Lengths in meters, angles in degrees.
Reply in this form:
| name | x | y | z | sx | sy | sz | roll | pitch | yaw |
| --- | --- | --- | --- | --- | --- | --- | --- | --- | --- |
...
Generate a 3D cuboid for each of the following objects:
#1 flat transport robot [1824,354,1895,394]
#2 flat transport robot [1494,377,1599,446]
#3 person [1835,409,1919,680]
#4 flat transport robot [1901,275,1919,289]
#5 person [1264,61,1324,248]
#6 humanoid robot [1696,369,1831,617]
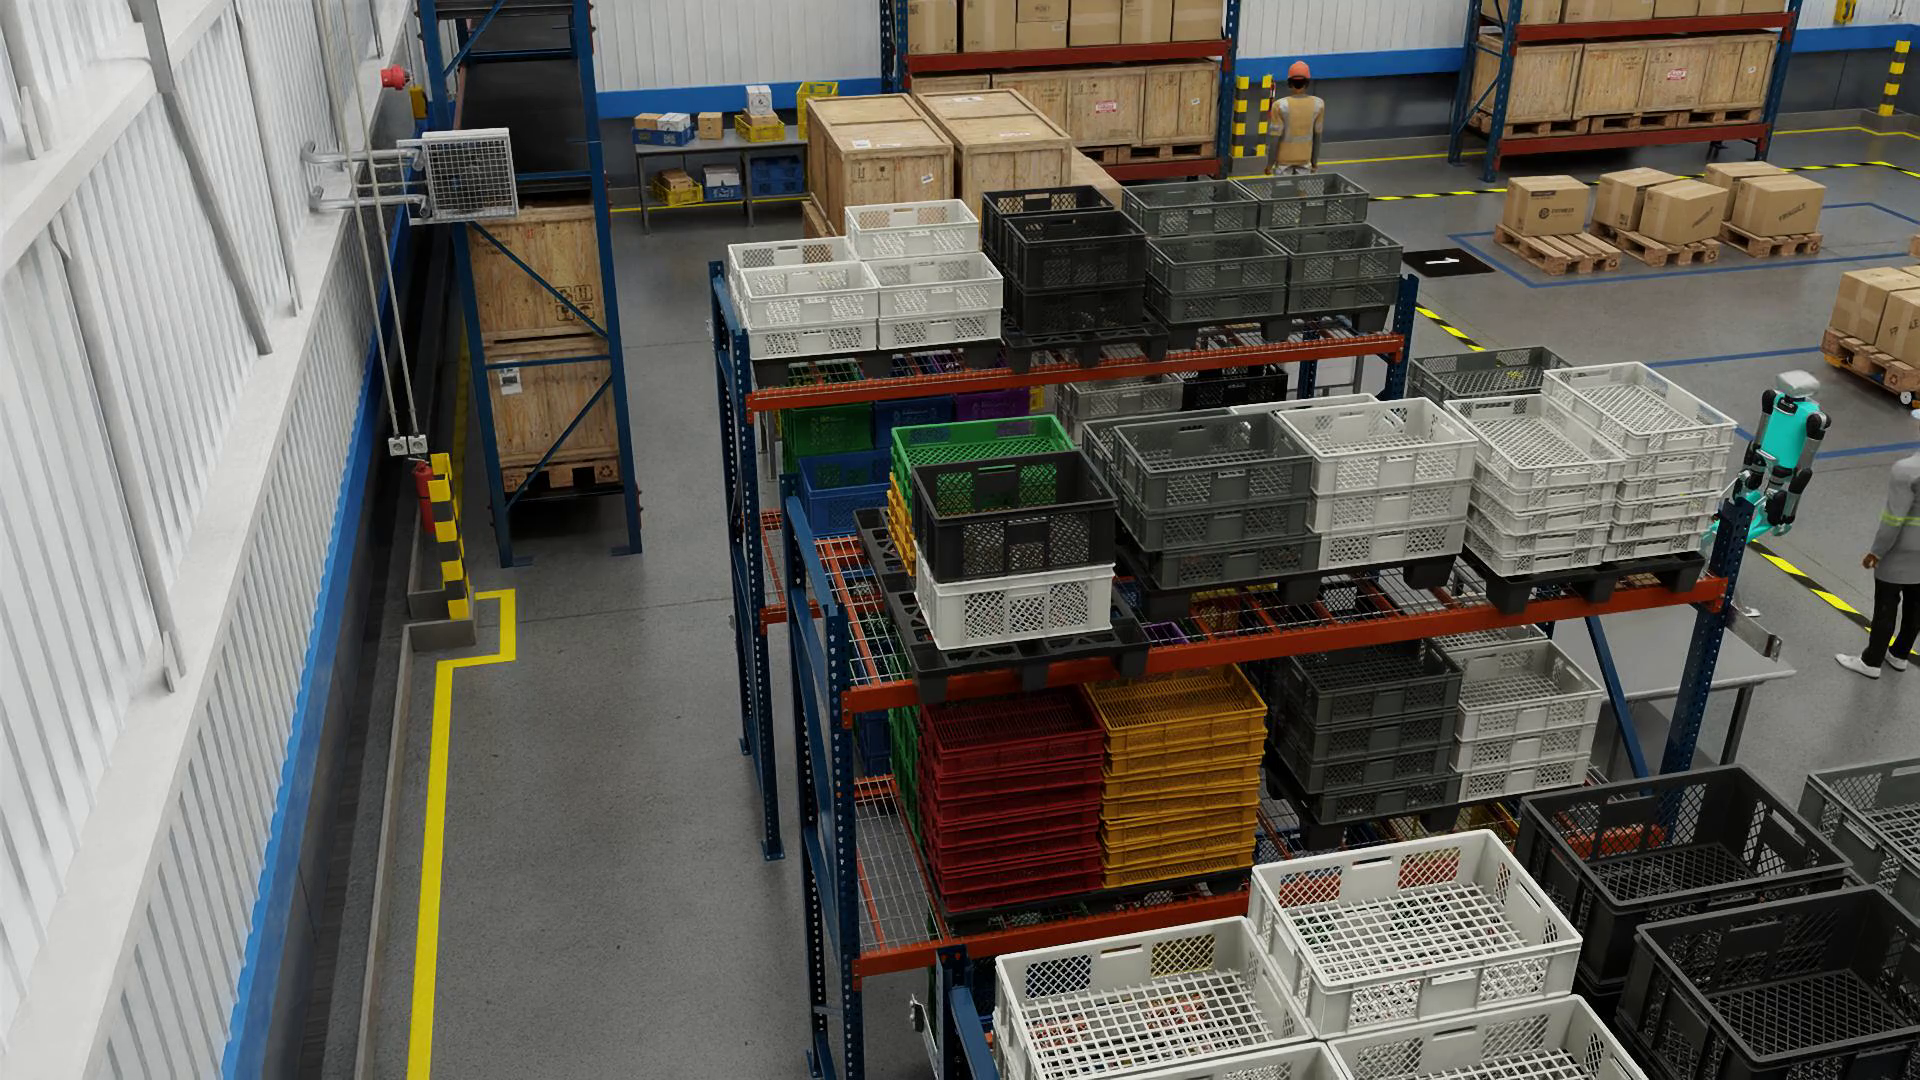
| name | x | y | z | sx | sy | sz | roll | pitch | yaw |
| --- | --- | --- | --- | --- | --- | --- | --- | --- | --- |
| flat transport robot | 8.473 | -1.467 | 14.800 | 0.652 | 0.197 | 1.431 | -6 | 28 | -12 |
| flat transport robot | 4.780 | -1.036 | 14.013 | 0.659 | 0.231 | 1.431 | -6 | 28 | -12 |
| person | 5.888 | 0.003 | 10.343 | 0.587 | 1.853 | 0.391 | -9 | 29 | -16 |
| flat transport robot | 10.561 | -2.698 | 17.136 | 1.431 | 0.197 | 0.652 | -6 | 28 | -12 |
| person | 3.588 | -4.139 | 18.006 | 0.613 | 2.033 | 0.391 | -7 | 28 | -12 |
| humanoid robot | 5.108 | -0.276 | 10.850 | 0.735 | 1.677 | 0.533 | -7 | 29 | -13 |
